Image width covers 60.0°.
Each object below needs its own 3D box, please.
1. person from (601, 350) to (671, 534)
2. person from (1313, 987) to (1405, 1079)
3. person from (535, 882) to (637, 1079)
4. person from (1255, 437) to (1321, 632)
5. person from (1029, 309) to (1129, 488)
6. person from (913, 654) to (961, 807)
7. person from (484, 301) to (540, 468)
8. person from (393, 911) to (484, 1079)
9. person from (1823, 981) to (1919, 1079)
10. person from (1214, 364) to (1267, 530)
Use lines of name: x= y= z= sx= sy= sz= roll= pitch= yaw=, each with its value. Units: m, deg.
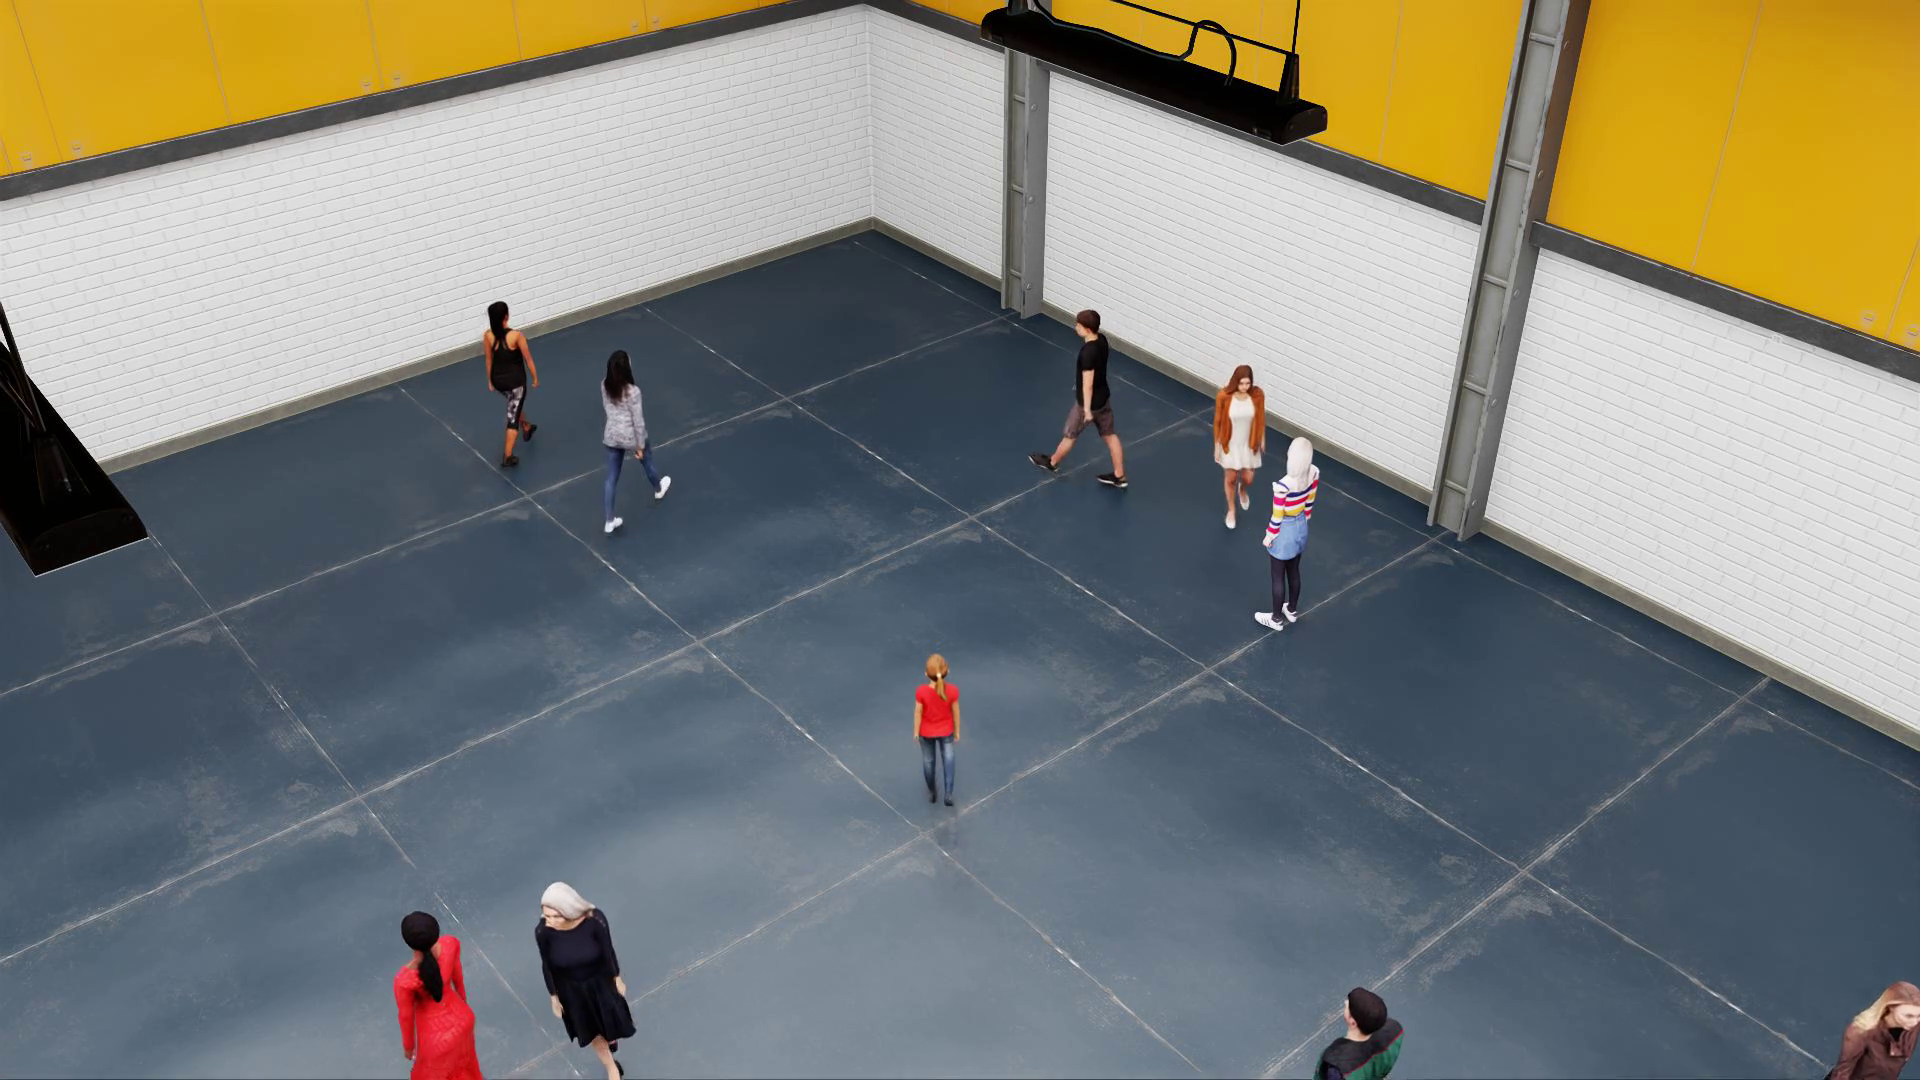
person: x=-3.068 y=-0.857 z=14.972 sx=1.202 sy=1.680 sz=1.076 roll=12 pitch=35 yaw=17
person: x=2.073 y=3.075 z=8.843 sx=0.666 sy=1.916 sz=0.715 roll=-25 pitch=41 yaw=-32
person: x=-2.192 y=2.586 z=9.750 sx=0.817 sy=1.728 sz=0.898 roll=-8 pitch=34 yaw=-11
person: x=2.710 y=-0.064 z=13.663 sx=0.657 sy=1.808 sz=0.517 roll=-23 pitch=40 yaw=-31
person: x=1.317 y=-1.277 z=15.494 sx=1.324 sy=1.802 sz=1.001 roll=17 pitch=37 yaw=23
person: x=-0.159 y=1.409 z=11.906 sx=0.651 sy=1.301 sz=0.737 roll=-4 pitch=34 yaw=-6
person: x=-4.350 y=-1.478 z=15.964 sx=1.099 sy=1.616 sz=1.088 roll=7 pitch=34 yaw=11
person: x=-2.875 y=2.802 z=9.382 sx=0.903 sy=1.775 sz=0.797 roll=16 pitch=37 yaw=23
person: x=4.893 y=2.987 z=9.204 sx=1.014 sy=1.664 sz=1.205 roll=-4 pitch=34 yaw=-6
person: x=2.509 y=-0.915 z=15.053 sx=0.863 sy=1.688 sz=0.925 roll=-1 pitch=34 yaw=-1
